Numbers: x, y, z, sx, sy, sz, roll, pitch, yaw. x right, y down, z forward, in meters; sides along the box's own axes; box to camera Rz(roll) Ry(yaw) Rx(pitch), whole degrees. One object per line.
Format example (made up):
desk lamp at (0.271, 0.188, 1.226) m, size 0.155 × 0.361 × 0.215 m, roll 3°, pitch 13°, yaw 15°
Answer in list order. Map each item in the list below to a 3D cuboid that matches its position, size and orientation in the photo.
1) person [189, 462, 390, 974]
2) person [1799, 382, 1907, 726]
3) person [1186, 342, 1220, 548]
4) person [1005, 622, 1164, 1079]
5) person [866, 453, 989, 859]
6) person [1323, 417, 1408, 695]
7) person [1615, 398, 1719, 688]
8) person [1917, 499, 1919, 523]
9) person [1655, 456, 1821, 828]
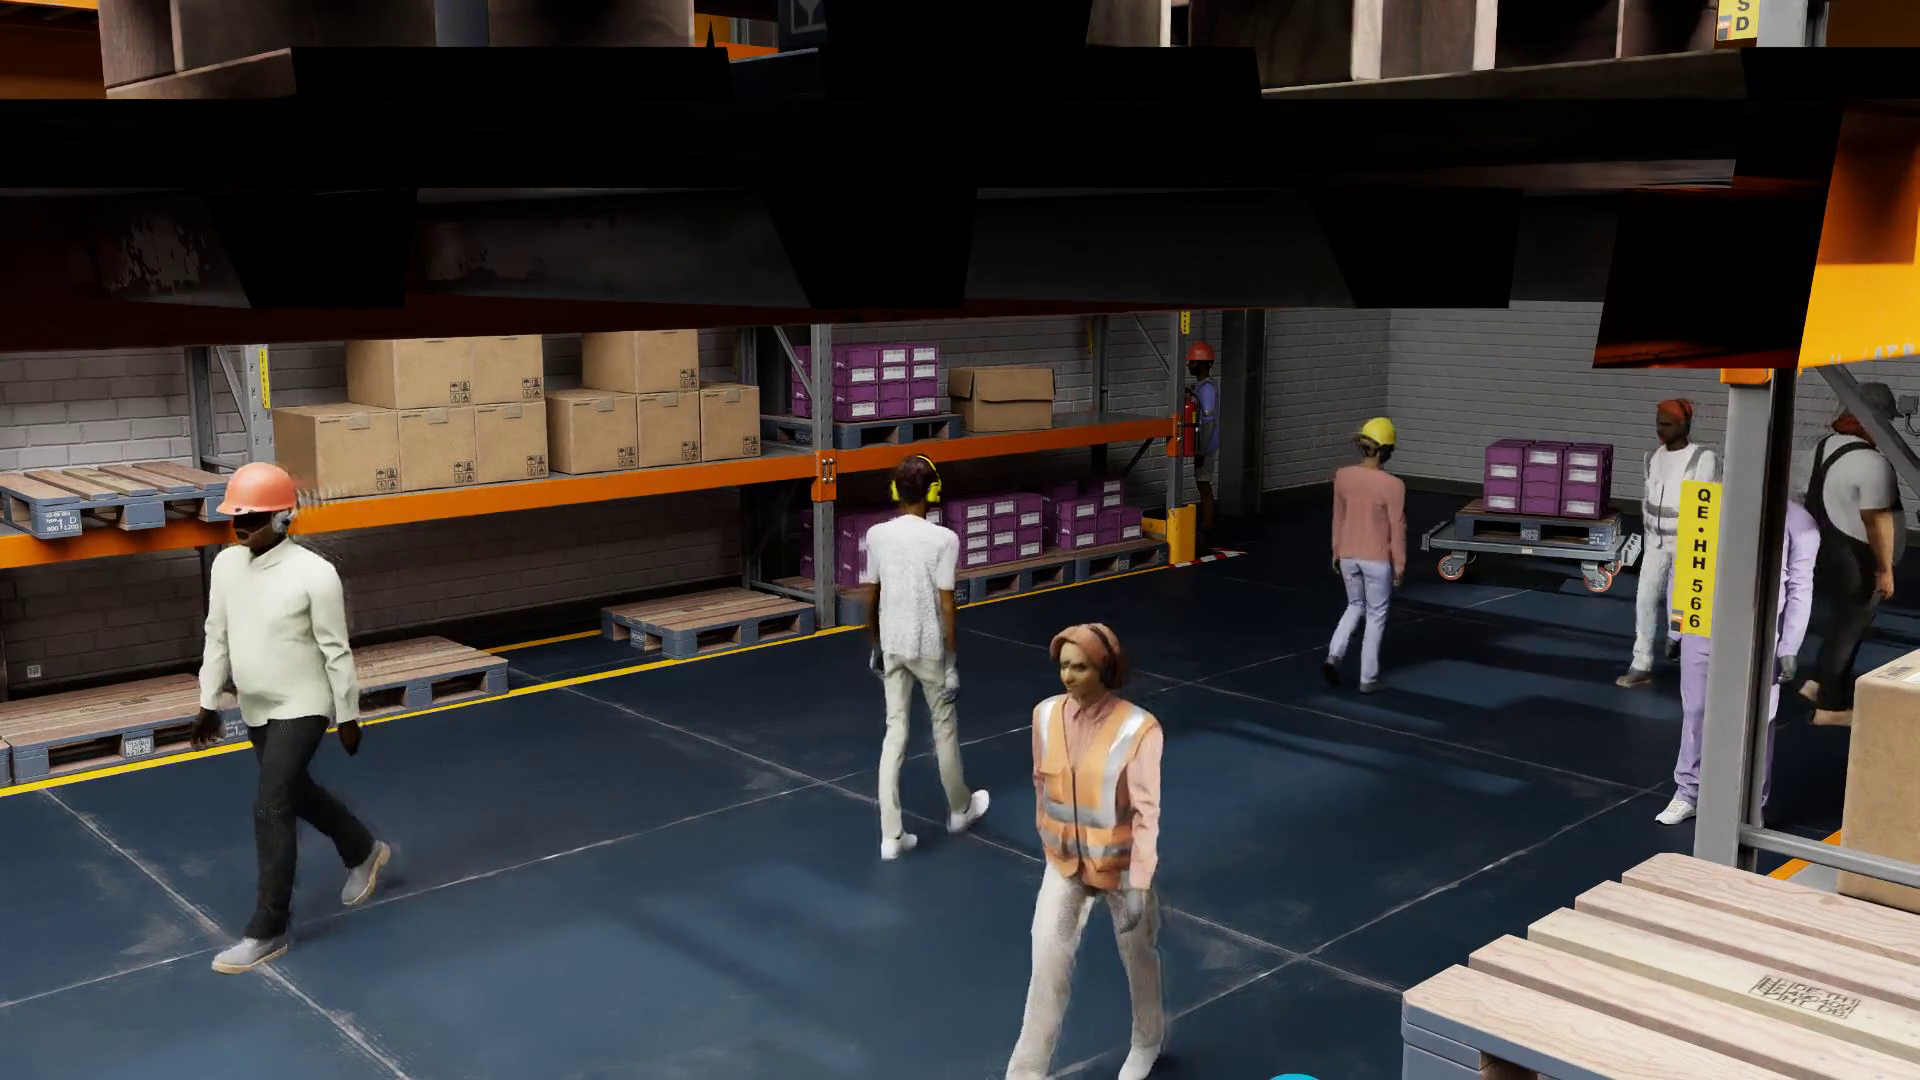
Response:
person at (-2.650, 0.640, 6.666) m, size 0.614 × 1.957 × 0.967 m, roll 5°, pitch 11°, yaw 28°
person at (5.209, 0.080, 9.673) m, size 0.538 × 2.000 × 0.700 m, roll 0°, pitch 10°, yaw 1°
person at (2.258, -0.888, 15.637) m, size 0.361 × 1.939 × 0.543 m, roll 1°, pitch 10°, yaw 7°
person at (0.415, 1.051, 5.281) m, size 0.526 × 1.589 × 0.858 m, roll 7°, pitch 12°, yaw 36°
person at (-0.174, 0.514, 7.724) m, size 0.557 × 1.833 × 0.796 m, roll 5°, pitch 11°, yaw 26°
person at (2.529, 0.110, 10.339) m, size 0.411 × 1.752 × 0.537 m, roll -8°, pitch 13°, yaw -39°
person at (4.610, 0.019, 10.585) m, size 0.777 × 1.859 × 0.585 m, roll -5°, pitch 11°, yaw -25°
person at (7.546, -0.317, 12.540) m, size 0.605 × 1.882 × 0.804 m, roll 0°, pitch 10°, yaw 1°
person at (3.646, 0.458, 7.852) m, size 0.643 × 1.909 × 0.410 m, roll 9°, pitch 13°, yaw 42°
